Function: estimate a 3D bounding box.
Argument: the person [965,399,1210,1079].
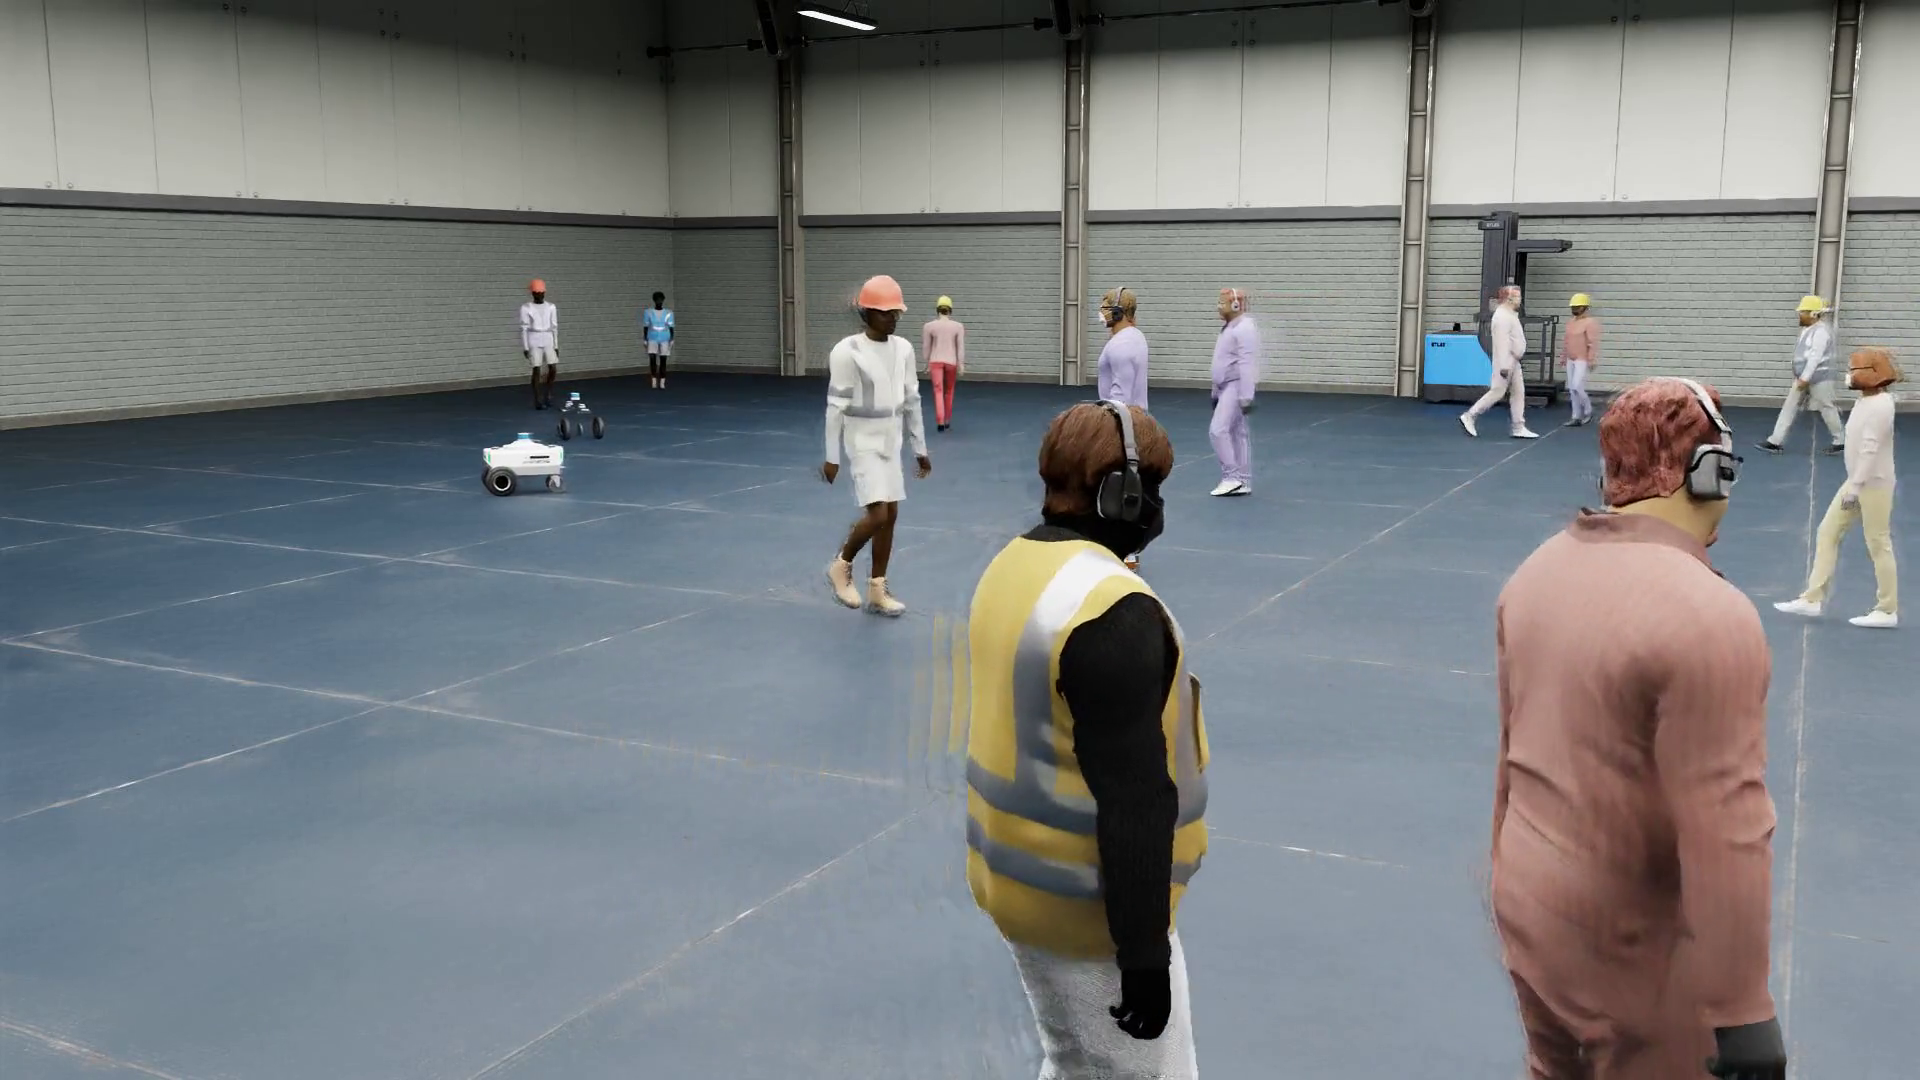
[{"bbox_3d":[0.194,0.659,3.037,0.507,1.822,0.646,-3,10,-16],"label":"person"}]

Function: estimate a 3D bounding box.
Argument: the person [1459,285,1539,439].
[{"bbox_3d":[6.647,-2.188,20.394,0.879,1.877,0.647,5,10,28],"label":"person"}]

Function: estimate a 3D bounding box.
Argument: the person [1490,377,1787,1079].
[{"bbox_3d":[1.155,0.660,2.887,0.411,1.879,0.731,-1,9,-3],"label":"person"}]

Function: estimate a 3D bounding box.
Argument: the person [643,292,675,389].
[{"bbox_3d":[-5.169,-3.425,28.618,0.549,1.670,0.680,-2,9,-14],"label":"person"}]

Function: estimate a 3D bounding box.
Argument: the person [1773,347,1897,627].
[{"bbox_3d":[5.110,-0.299,9.604,0.724,1.607,0.502,2,9,11],"label":"person"}]

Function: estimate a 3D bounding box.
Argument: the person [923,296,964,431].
[{"bbox_3d":[-0.216,-2.291,21.521,0.532,1.724,0.884,-1,9,-3],"label":"person"}]

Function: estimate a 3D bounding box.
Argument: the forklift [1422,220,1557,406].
[{"bbox_3d":[8.245,-3.527,25.720,1.873,2.768,1.129,5,10,27],"label":"forklift"}]

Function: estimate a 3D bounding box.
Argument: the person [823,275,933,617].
[{"bbox_3d":[-0.485,-0.544,9.830,0.473,2.022,0.627,8,12,40],"label":"person"}]

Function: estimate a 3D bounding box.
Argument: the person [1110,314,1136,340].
[{"bbox_3d":[2.763,-3.345,28.279,0.517,1.641,0.308,-5,11,-31],"label":"person"}]

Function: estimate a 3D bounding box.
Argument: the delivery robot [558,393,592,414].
[{"bbox_3d":[-4.740,-1.698,20.500,0.335,0.223,0.699,-5,11,-29],"label":"delivery robot"}]

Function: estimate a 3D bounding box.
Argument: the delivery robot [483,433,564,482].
[{"bbox_3d":[-4.056,-0.754,15.478,0.707,0.478,0.477,-3,10,-21],"label":"delivery robot"}]

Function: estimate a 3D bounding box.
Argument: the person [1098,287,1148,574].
[{"bbox_3d":[1.084,-0.729,11.225,0.371,1.941,0.627,3,10,16],"label":"person"}]

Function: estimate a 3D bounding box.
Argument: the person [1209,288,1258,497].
[{"bbox_3d":[2.401,-1.328,15.057,0.537,1.888,0.679,-1,9,-5],"label":"person"}]

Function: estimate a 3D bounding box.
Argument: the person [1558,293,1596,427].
[{"bbox_3d":[8.125,-2.366,21.919,0.370,1.755,0.528,-3,10,-19],"label":"person"}]

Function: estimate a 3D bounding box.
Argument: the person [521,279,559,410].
[{"bbox_3d":[-6.187,-2.880,24.551,0.566,1.915,0.569,-6,11,-32],"label":"person"}]

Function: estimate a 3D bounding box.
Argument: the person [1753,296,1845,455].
[{"bbox_3d":[9.501,-1.832,18.559,0.979,1.780,0.585,1,9,5],"label":"person"}]
